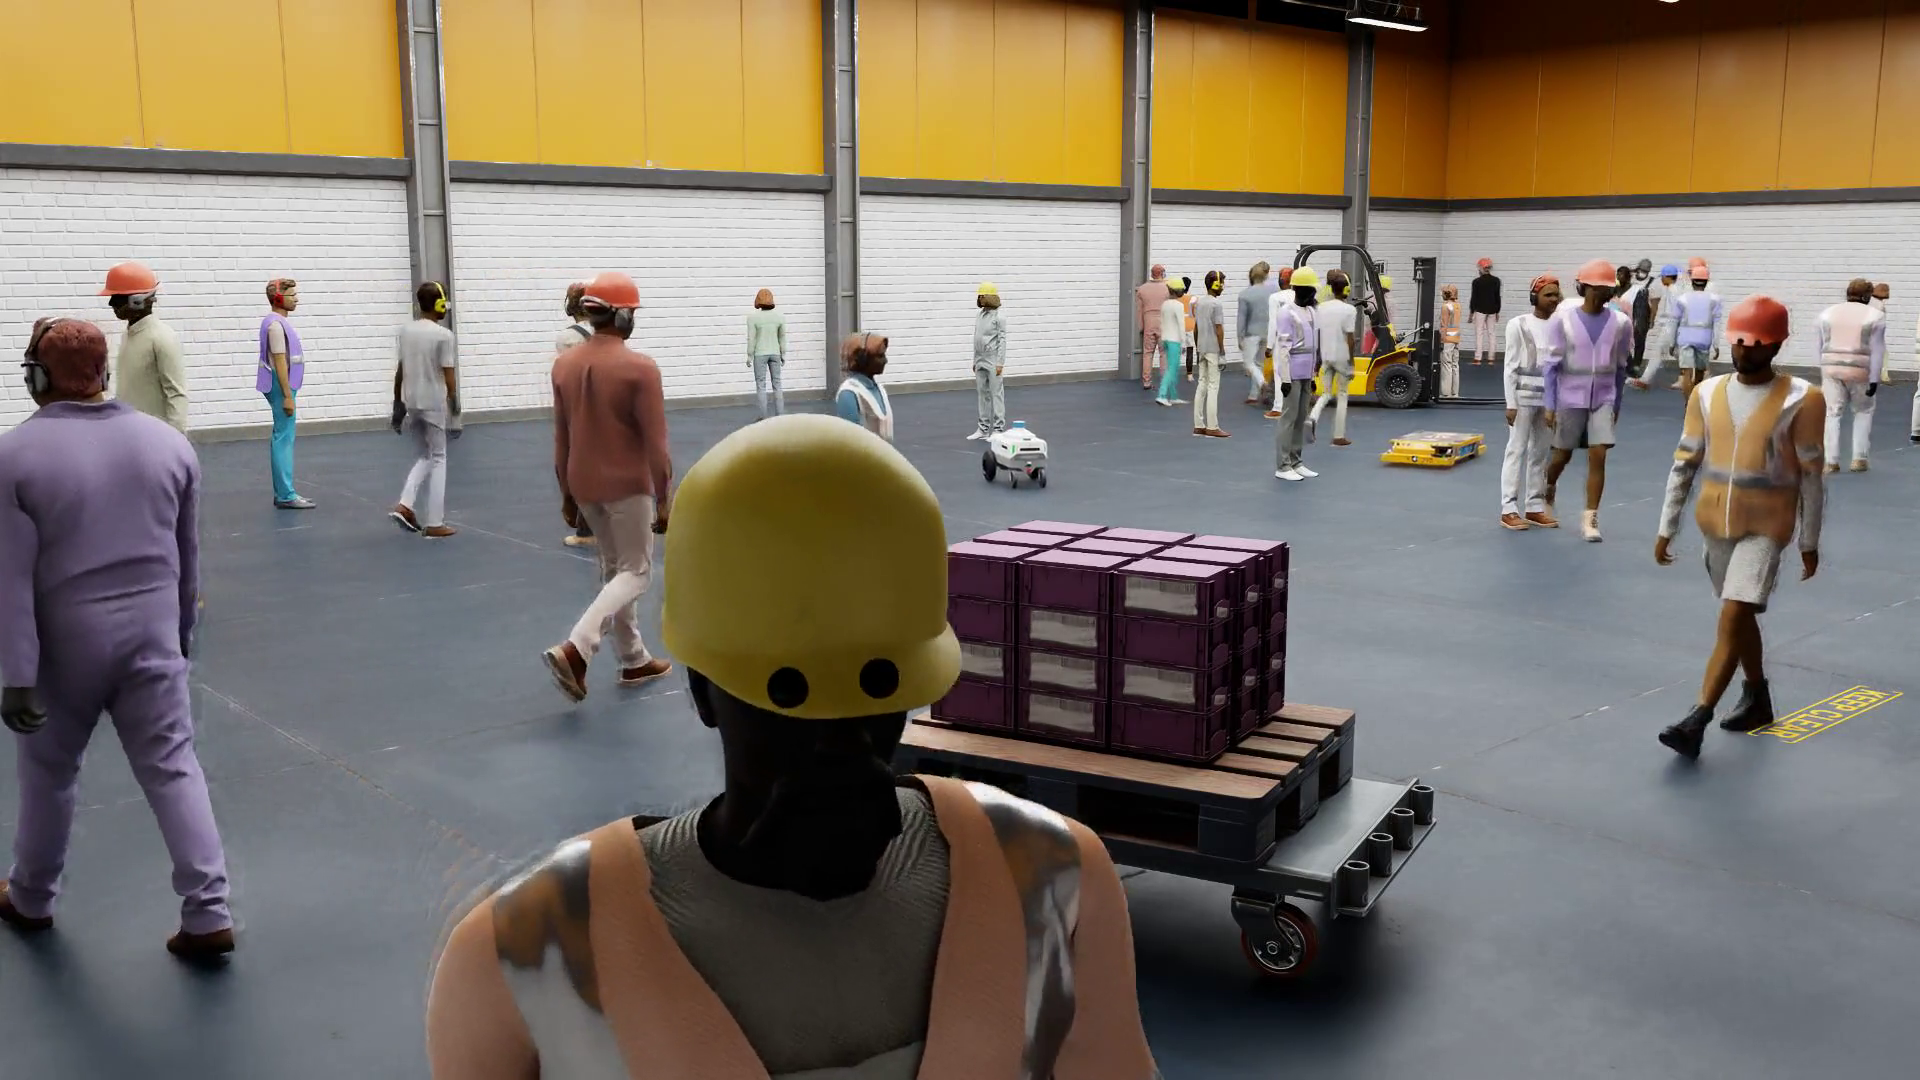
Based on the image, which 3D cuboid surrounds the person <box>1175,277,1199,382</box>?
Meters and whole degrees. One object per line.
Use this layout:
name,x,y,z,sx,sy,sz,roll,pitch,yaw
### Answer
person,3.609,-3.393,26.841,0.529,1.690,0.321,4,11,23

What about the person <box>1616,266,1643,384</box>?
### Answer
person,10.362,-3.350,26.088,1.021,1.862,0.612,-5,11,-27

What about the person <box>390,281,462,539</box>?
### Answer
person,-3.834,-0.924,11.932,0.589,1.845,0.435,4,11,24

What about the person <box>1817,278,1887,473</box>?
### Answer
person,8.368,-1.535,15.606,0.714,1.814,0.620,-10,14,-44

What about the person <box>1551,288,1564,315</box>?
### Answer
person,8.545,-2.861,24.007,0.507,1.586,0.863,3,10,18

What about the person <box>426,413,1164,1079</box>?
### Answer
person,-0.054,0.863,1.302,0.599,1.903,0.759,-5,11,-26

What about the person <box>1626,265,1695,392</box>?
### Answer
person,10.570,-3.140,24.763,1.000,1.898,0.621,5,11,25

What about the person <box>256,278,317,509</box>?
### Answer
person,-5.444,-1.170,13.353,0.388,1.847,0.563,-4,11,-24

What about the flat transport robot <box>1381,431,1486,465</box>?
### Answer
flat transport robot,4.725,-0.924,16.523,0.652,0.197,1.431,6,11,31

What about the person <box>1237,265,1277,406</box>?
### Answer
person,4.009,-2.722,22.253,0.638,1.914,0.801,-4,10,-21

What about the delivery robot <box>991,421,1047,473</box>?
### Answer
delivery robot,0.522,-0.815,14.782,0.477,0.478,0.707,-3,10,-14

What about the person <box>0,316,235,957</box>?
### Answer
person,-2.487,0.288,4.814,1.010,1.857,0.669,7,12,35

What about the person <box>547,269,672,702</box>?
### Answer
person,-1.610,-0.239,7.560,0.624,1.969,0.816,6,11,29

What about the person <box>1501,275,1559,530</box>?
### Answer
person,4.283,-1.018,12.365,0.573,1.883,0.359,-4,10,-22

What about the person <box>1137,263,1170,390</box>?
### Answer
person,3.002,-3.222,25.183,0.641,1.913,0.407,5,11,26

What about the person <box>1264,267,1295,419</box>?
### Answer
person,4.043,-2.441,20.695,0.574,1.883,0.356,-6,11,-31

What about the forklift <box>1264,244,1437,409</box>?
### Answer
forklift,5.256,-2.933,22.661,2.313,2.155,1.214,3,10,16

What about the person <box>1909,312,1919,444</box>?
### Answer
person,10.426,-1.912,17.742,0.404,1.830,0.599,1,10,7

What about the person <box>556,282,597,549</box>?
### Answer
person,-2.582,-0.859,11.555,0.350,1.842,0.506,8,13,40

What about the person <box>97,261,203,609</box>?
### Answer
person,-4.589,-0.571,9.422,0.623,1.990,0.391,8,13,41

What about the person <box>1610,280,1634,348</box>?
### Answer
person,9.520,-2.960,24.278,0.562,1.698,0.973,6,11,29

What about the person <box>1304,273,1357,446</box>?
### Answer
person,3.936,-1.895,17.596,0.633,1.850,0.535,-9,13,-44

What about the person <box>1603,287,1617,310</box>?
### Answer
person,8.675,-2.616,22.302,0.444,1.683,0.539,9,13,42

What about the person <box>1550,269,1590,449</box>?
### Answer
person,6.480,-1.897,17.440,0.666,1.898,0.574,-7,12,-36

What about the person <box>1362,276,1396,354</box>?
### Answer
person,6.395,-3.169,25.423,0.426,1.715,0.588,-9,13,-44

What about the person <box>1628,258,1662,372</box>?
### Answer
person,11.789,-3.921,28.895,0.718,2.000,0.612,8,12,38

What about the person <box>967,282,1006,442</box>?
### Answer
person,0.302,-1.943,18.185,0.295,1.744,0.484,-8,13,-39

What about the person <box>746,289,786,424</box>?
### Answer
person,-2.326,-2.194,19.976,0.507,1.632,0.264,-6,11,-29

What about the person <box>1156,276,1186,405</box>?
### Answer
person,2.898,-2.695,22.638,0.464,1.786,0.528,-4,10,-20

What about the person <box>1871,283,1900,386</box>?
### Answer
person,14.375,-3.229,26.112,0.727,1.611,0.515,3,10,18

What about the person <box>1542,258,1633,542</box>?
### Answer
person,4.514,-1.031,12.069,0.605,2.018,0.886,1,10,6

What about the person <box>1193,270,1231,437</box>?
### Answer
person,2.817,-2.082,18.648,0.328,1.865,0.521,-5,11,-27

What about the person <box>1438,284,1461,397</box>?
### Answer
person,6.854,-2.763,23.314,0.312,1.632,0.518,8,12,38

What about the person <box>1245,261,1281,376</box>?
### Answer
person,5.083,-3.693,27.862,0.353,1.936,0.633,-8,13,-40

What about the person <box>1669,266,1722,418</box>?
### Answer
person,9.249,-2.490,20.958,0.571,1.884,0.972,3,10,19

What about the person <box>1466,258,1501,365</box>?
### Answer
person,9.769,-4.255,31.046,0.670,1.974,0.410,-3,10,-19

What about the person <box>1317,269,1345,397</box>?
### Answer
person,5.357,-2.978,23.957,0.429,1.842,0.630,-1,10,-6

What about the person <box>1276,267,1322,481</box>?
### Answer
person,3.079,-1.505,15.088,0.372,1.924,0.594,7,12,36

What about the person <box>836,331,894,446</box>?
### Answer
person,-0.555,-0.318,8.997,0.621,1.619,0.526,4,10,21

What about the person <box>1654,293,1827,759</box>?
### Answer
person,3.166,-0.064,6.810,1.040,1.869,0.582,-8,12,-38

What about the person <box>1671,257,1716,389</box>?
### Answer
person,11.186,-3.277,25.225,0.618,2.014,0.614,-4,11,-24
